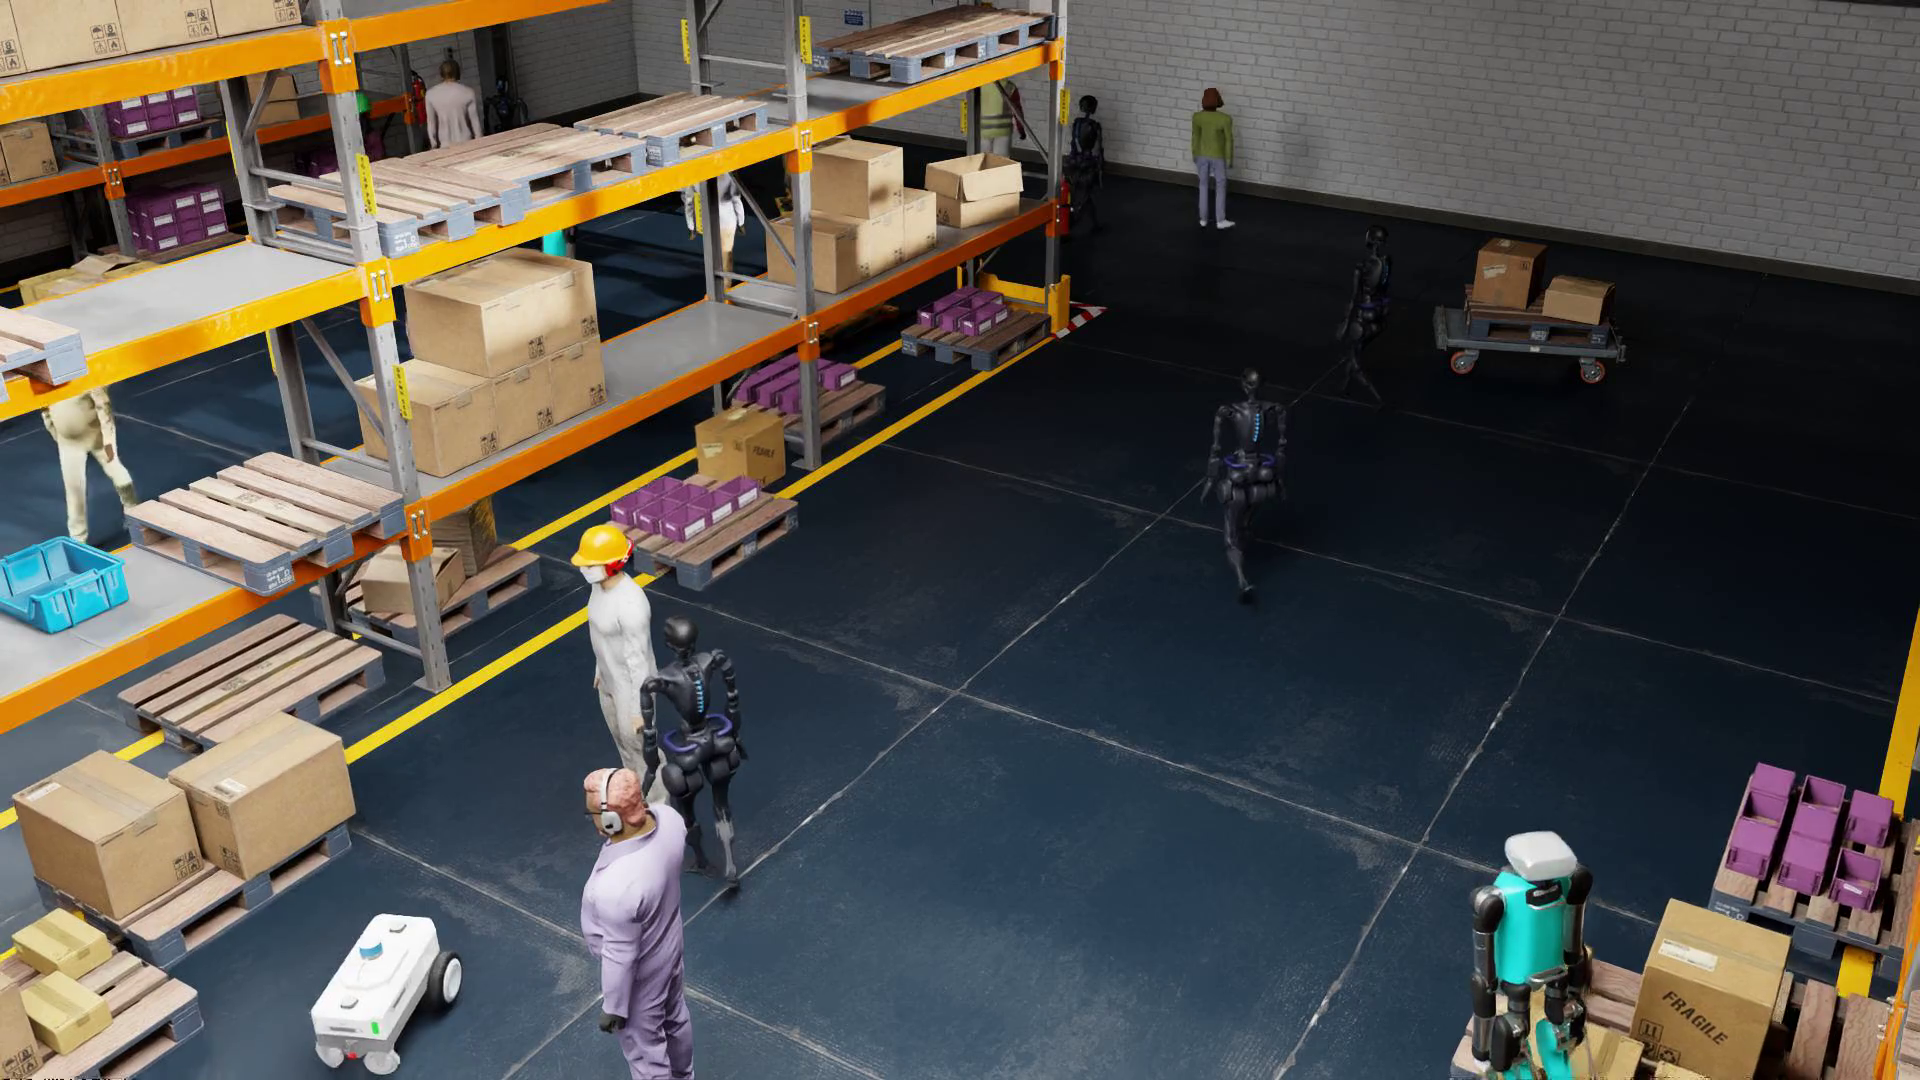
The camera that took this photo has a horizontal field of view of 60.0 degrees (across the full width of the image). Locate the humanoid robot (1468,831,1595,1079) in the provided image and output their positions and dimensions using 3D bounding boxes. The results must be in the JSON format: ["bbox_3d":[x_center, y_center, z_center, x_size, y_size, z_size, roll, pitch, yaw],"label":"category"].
[{"bbox_3d":[2.336,2.077,6.538,0.540,1.815,0.816,-10,29,-20],"label":"humanoid robot"}]

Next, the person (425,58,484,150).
[{"bbox_3d":[-5.925,-4.692,19.628,0.667,1.915,0.541,1,27,1],"label":"person"}]

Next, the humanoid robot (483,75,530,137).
[{"bbox_3d":[-5.481,-4.819,20.180,0.601,1.627,0.726,-1,27,-2],"label":"humanoid robot"}]

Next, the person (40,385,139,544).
[{"bbox_3d":[-6.385,-0.751,12.091,0.574,1.700,0.920,-1,27,-2],"label":"person"}]

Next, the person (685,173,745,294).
[{"bbox_3d":[-2.514,-3.264,17.063,0.581,1.692,0.765,3,27,6],"label":"person"}]

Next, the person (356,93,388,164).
[{"bbox_3d":[-6.370,-3.812,17.884,0.504,1.928,0.817,9,28,17],"label":"person"}]

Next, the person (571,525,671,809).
[{"bbox_3d":[-1.812,0.768,8.900,0.379,1.888,0.563,-16,31,-28],"label":"person"}]

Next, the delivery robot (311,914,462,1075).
[{"bbox_3d":[-2.714,2.086,7.769,0.525,0.592,0.763,3,27,6],"label":"delivery robot"}]

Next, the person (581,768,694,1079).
[{"bbox_3d":[-1.352,1.753,6.942,0.413,1.903,0.638,5,27,11],"label":"person"}]

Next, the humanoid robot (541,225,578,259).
[{"bbox_3d":[-3.746,-2.169,14.882,1.040,1.740,0.563,-22,34,-37],"label":"humanoid robot"}]

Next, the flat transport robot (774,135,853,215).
[{"bbox_3d":[-1.526,-4.184,20.443,1.431,0.231,0.659,-6,28,-12],"label":"flat transport robot"}]

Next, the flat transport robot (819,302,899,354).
[{"bbox_3d":[-1.274,-2.161,16.457,0.659,0.231,1.431,16,31,29],"label":"flat transport robot"}]

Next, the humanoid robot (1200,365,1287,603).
[{"bbox_3d":[2.004,-0.401,11.474,0.610,1.639,0.701,-5,27,-10],"label":"humanoid robot"}]

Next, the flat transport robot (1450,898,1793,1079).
[{"bbox_3d":[2.813,2.508,7.256,0.659,0.231,1.431,16,31,28],"label":"flat transport robot"}]

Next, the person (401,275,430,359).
[{"bbox_3d":[-4.174,-1.288,13.033,0.642,1.816,0.562,9,28,17],"label":"person"}]

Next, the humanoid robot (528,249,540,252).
[{"bbox_3d":[-3.335,-1.678,13.919,0.562,1.759,1.009,9,28,17],"label":"humanoid robot"}]

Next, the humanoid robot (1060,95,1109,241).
[{"bbox_3d":[1.456,-4.294,19.152,0.788,1.623,0.599,-17,31,-30],"label":"humanoid robot"}]

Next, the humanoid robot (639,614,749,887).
[{"bbox_3d":[-1.327,1.097,8.507,0.588,1.641,0.509,-20,33,-34],"label":"humanoid robot"}]

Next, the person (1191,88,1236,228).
[{"bbox_3d":[2.984,-4.488,19.561,0.609,1.610,0.285,14,30,25],"label":"person"}]

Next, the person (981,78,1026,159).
[{"bbox_3d":[0.446,-4.965,20.271,0.721,1.815,0.551,3,27,6],"label":"person"}]

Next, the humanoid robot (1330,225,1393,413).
[{"bbox_3d":[3.567,-1.941,14.530,0.590,1.640,0.721,-22,34,-37],"label":"humanoid robot"}]
